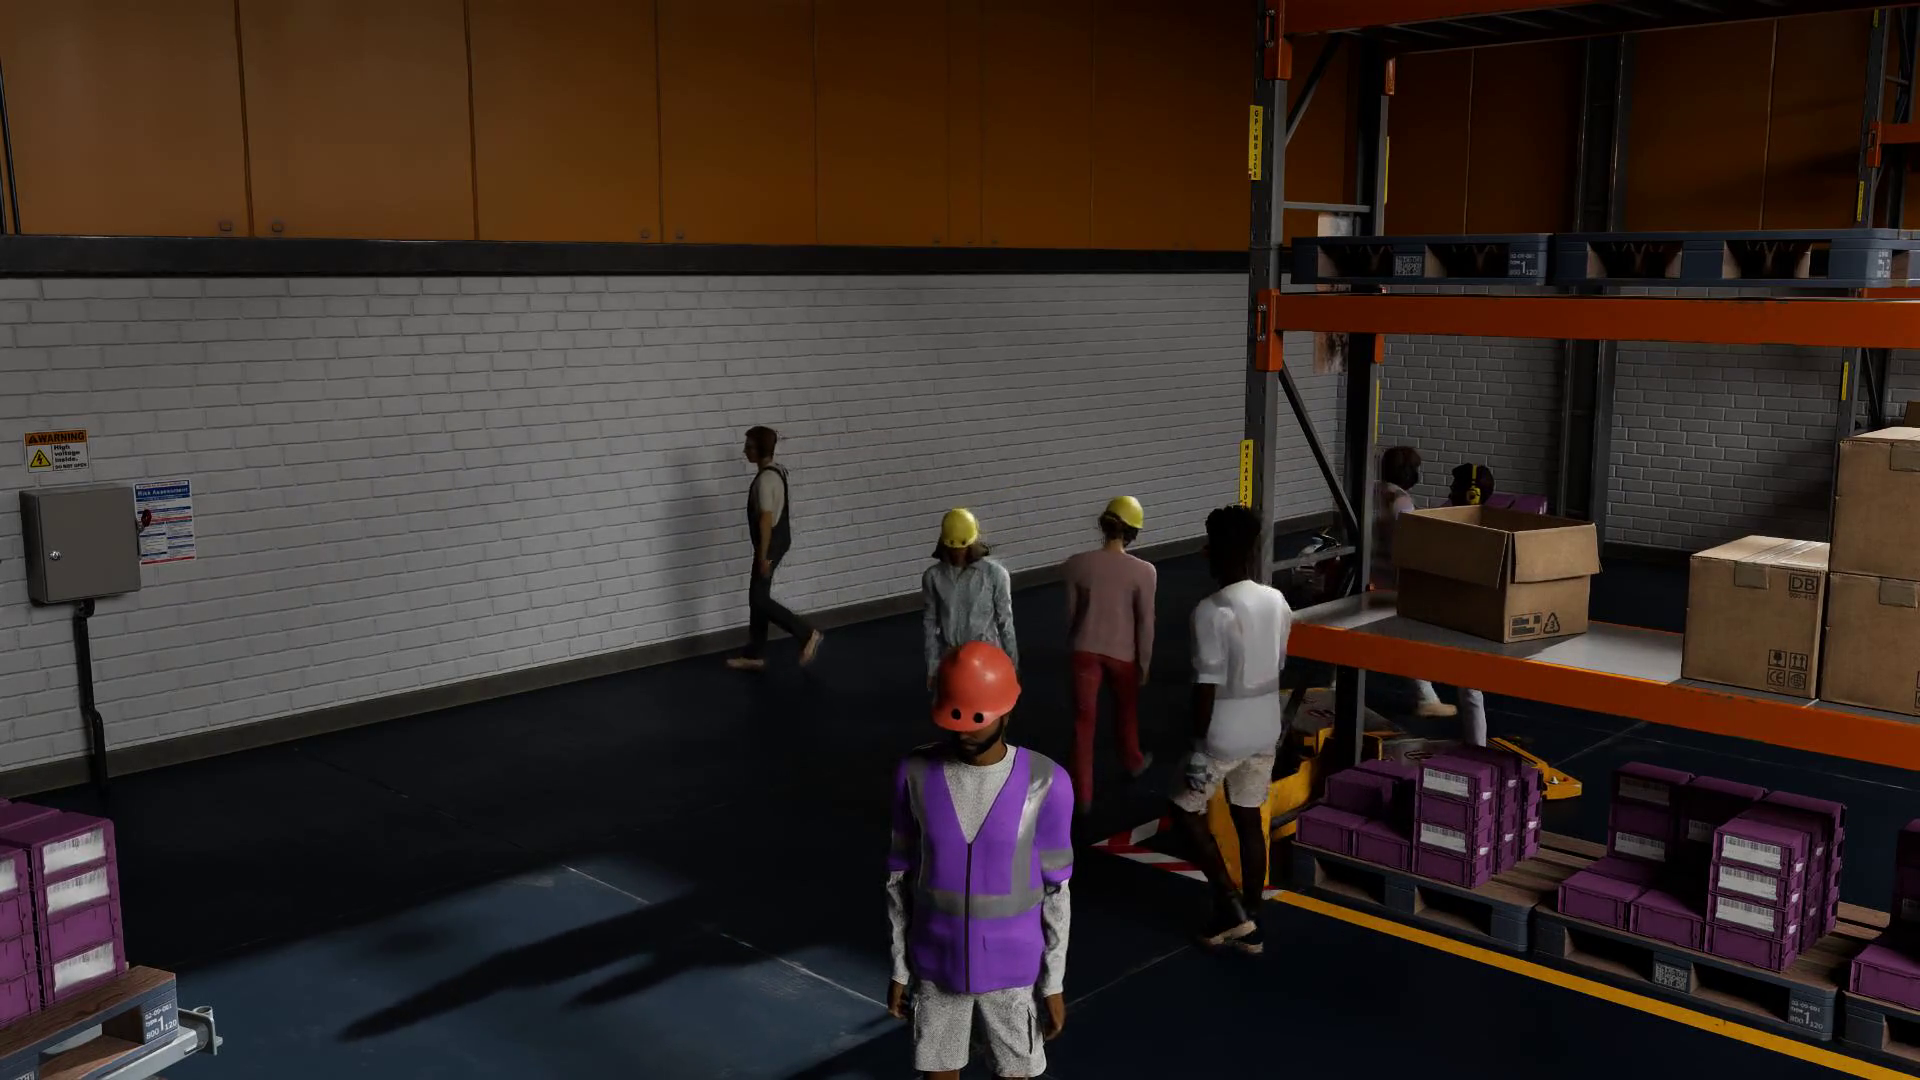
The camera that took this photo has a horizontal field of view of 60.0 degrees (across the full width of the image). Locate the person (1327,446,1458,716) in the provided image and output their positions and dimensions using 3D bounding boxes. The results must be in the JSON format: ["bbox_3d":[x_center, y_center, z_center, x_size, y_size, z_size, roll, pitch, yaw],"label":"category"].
[{"bbox_3d":[2.834,0.274,10.963,0.860,1.810,0.639,-1,9,-6],"label":"person"}]

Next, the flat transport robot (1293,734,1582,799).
[{"bbox_3d":[2.676,1.299,9.357,1.431,0.197,0.652,-2,9,-12],"label":"flat transport robot"}]

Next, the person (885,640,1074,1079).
[{"bbox_3d":[0.046,1.223,4.761,0.543,1.927,0.375,2,9,10],"label":"person"}]

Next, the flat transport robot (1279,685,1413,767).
[{"bbox_3d":[2.218,1.143,10.313,0.652,0.197,1.431,-2,9,-10],"label":"flat transport robot"}]

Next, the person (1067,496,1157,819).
[{"bbox_3d":[0.843,0.608,9.146,0.523,1.720,0.918,3,10,18],"label":"person"}]

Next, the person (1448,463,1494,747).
[{"bbox_3d":[2.853,0.498,9.380,0.328,1.872,0.514,2,10,14],"label":"person"}]

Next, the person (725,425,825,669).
[{"bbox_3d":[-1.375,0.069,12.143,0.697,1.829,0.534,0,9,2],"label":"person"}]

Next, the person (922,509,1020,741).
[{"bbox_3d":[0.038,0.673,8.778,0.518,1.707,0.414,4,10,21],"label":"person"}]

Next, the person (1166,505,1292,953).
[{"bbox_3d":[1.153,0.821,7.138,0.635,1.950,0.427,-8,12,-41],"label":"person"}]

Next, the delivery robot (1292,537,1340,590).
[{"bbox_3d":[3.182,0.217,14.838,0.477,0.478,0.707,3,10,20],"label":"delivery robot"}]
